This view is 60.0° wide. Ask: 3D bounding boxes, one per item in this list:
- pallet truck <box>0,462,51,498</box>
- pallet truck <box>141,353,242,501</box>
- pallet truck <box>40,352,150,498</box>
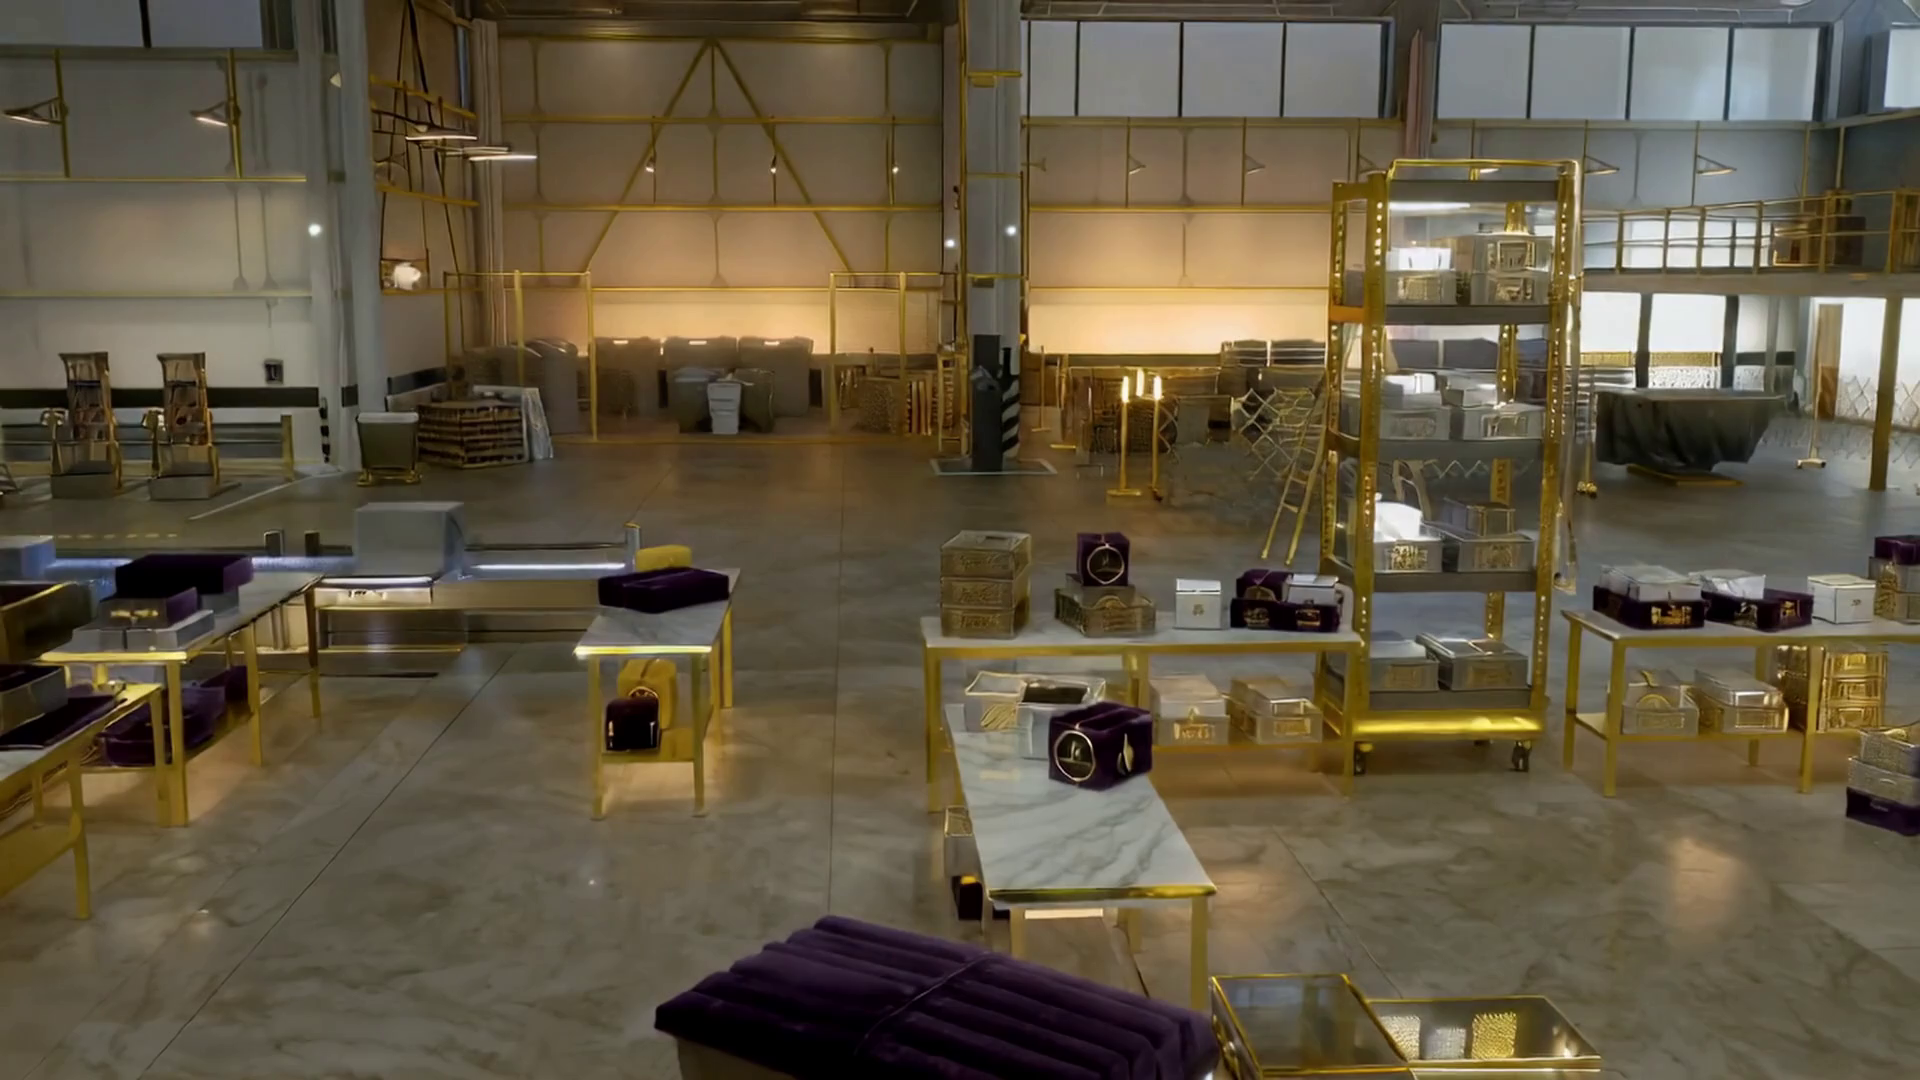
[{"bbox_3d":[-13.193,-1.293,23.148,0.653,1.274,1.630,-1,9,-4],"label":"pallet truck"},{"bbox_3d":[-10.520,-1.604,22.925,0.823,1.965,1.885,-1,9,-6],"label":"pallet truck"},{"bbox_3d":[-11.907,-1.642,23.165,0.823,1.965,1.885,0,9,0],"label":"pallet truck"}]
